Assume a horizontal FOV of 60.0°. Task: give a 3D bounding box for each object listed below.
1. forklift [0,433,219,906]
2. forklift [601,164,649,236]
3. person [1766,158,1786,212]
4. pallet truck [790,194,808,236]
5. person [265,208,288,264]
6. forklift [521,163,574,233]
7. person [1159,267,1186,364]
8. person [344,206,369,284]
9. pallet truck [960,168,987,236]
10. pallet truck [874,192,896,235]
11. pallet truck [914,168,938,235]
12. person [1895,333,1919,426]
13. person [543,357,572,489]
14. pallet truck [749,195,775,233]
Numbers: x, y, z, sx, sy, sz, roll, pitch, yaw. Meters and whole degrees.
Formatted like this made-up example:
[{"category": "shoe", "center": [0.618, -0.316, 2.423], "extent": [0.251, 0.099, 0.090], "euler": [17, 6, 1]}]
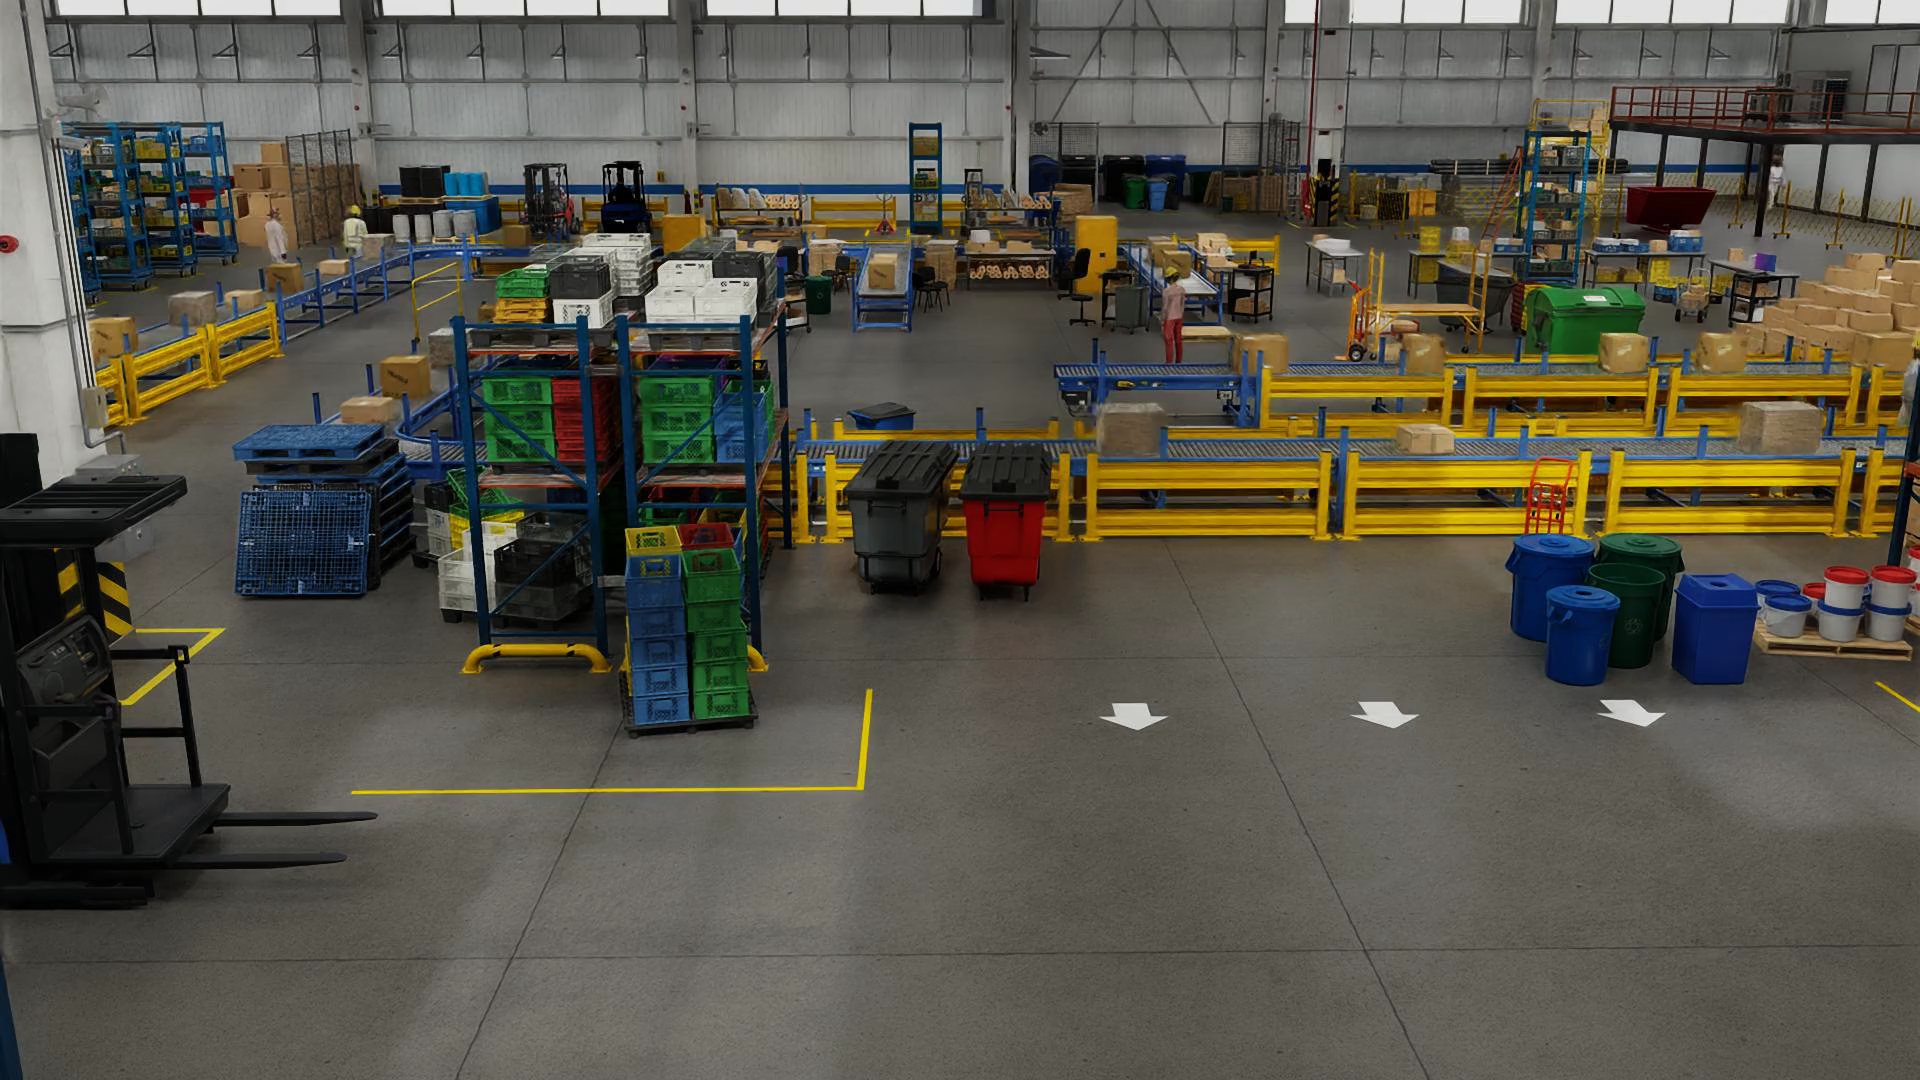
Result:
[{"category": "forklift", "center": [-5.952, 0.780, 10.366], "extent": [1.873, 2.768, 1.129], "euler": [0, 16, -1]}, {"category": "forklift", "center": [-9.948, -10.127, 49.296], "extent": [1.157, 1.987, 2.680], "euler": [-1, 16, -3]}, {"category": "person", "center": [28.315, -12.292, 57.655], "extent": [0.583, 1.836, 0.968], "euler": [-2, 16, -6]}, {"category": "pallet truck", "center": [-4.814, -9.883, 50.259], "extent": [0.704, 1.261, 1.522], "euler": [-1, 16, -3]}, {"category": "person", "center": [-15.312, -6.501, 37.403], "extent": [0.406, 1.911, 0.638], "euler": [-15, 22, -41]}, {"category": "forklift", "center": [-12.233, -10.122, 49.298], "extent": [1.157, 1.987, 2.680], "euler": [0, 16, -1]}, {"category": "person", "center": [3.551, -3.699, 27.930], "extent": [0.522, 1.762, 0.320], "euler": [-13, 20, -37]}, {"category": "person", "center": [-14.110, -6.947, 39.134], "extent": [0.585, 1.802, 0.741], "euler": [7, 17, 22]}, {"category": "pallet truck", "center": [0.383, -10.230, 50.206], "extent": [0.823, 1.965, 1.885], "euler": [-1, 16, -3]}, {"category": "pallet truck", "center": [-2.277, -9.986, 50.594], "extent": [0.653, 1.274, 1.630], "euler": [0, 16, -1]}, {"category": "pallet truck", "center": [-0.989, -10.316, 50.507], "extent": [0.823, 1.965, 1.885], "euler": [1, 16, 3]}, {"category": "person", "center": [12.154, -1.724, 20.993], "extent": [0.804, 1.806, 0.595], "euler": [-1, 16, -3]}, {"category": "person", "center": [-4.671, -1.417, 20.185], "extent": [0.785, 1.658, 0.539], "euler": [-6, 17, -20]}, {"category": "pallet truck", "center": [-6.051, -9.967, 50.660], "extent": [0.680, 1.201, 1.601], "euler": [0, 16, -1]}]
